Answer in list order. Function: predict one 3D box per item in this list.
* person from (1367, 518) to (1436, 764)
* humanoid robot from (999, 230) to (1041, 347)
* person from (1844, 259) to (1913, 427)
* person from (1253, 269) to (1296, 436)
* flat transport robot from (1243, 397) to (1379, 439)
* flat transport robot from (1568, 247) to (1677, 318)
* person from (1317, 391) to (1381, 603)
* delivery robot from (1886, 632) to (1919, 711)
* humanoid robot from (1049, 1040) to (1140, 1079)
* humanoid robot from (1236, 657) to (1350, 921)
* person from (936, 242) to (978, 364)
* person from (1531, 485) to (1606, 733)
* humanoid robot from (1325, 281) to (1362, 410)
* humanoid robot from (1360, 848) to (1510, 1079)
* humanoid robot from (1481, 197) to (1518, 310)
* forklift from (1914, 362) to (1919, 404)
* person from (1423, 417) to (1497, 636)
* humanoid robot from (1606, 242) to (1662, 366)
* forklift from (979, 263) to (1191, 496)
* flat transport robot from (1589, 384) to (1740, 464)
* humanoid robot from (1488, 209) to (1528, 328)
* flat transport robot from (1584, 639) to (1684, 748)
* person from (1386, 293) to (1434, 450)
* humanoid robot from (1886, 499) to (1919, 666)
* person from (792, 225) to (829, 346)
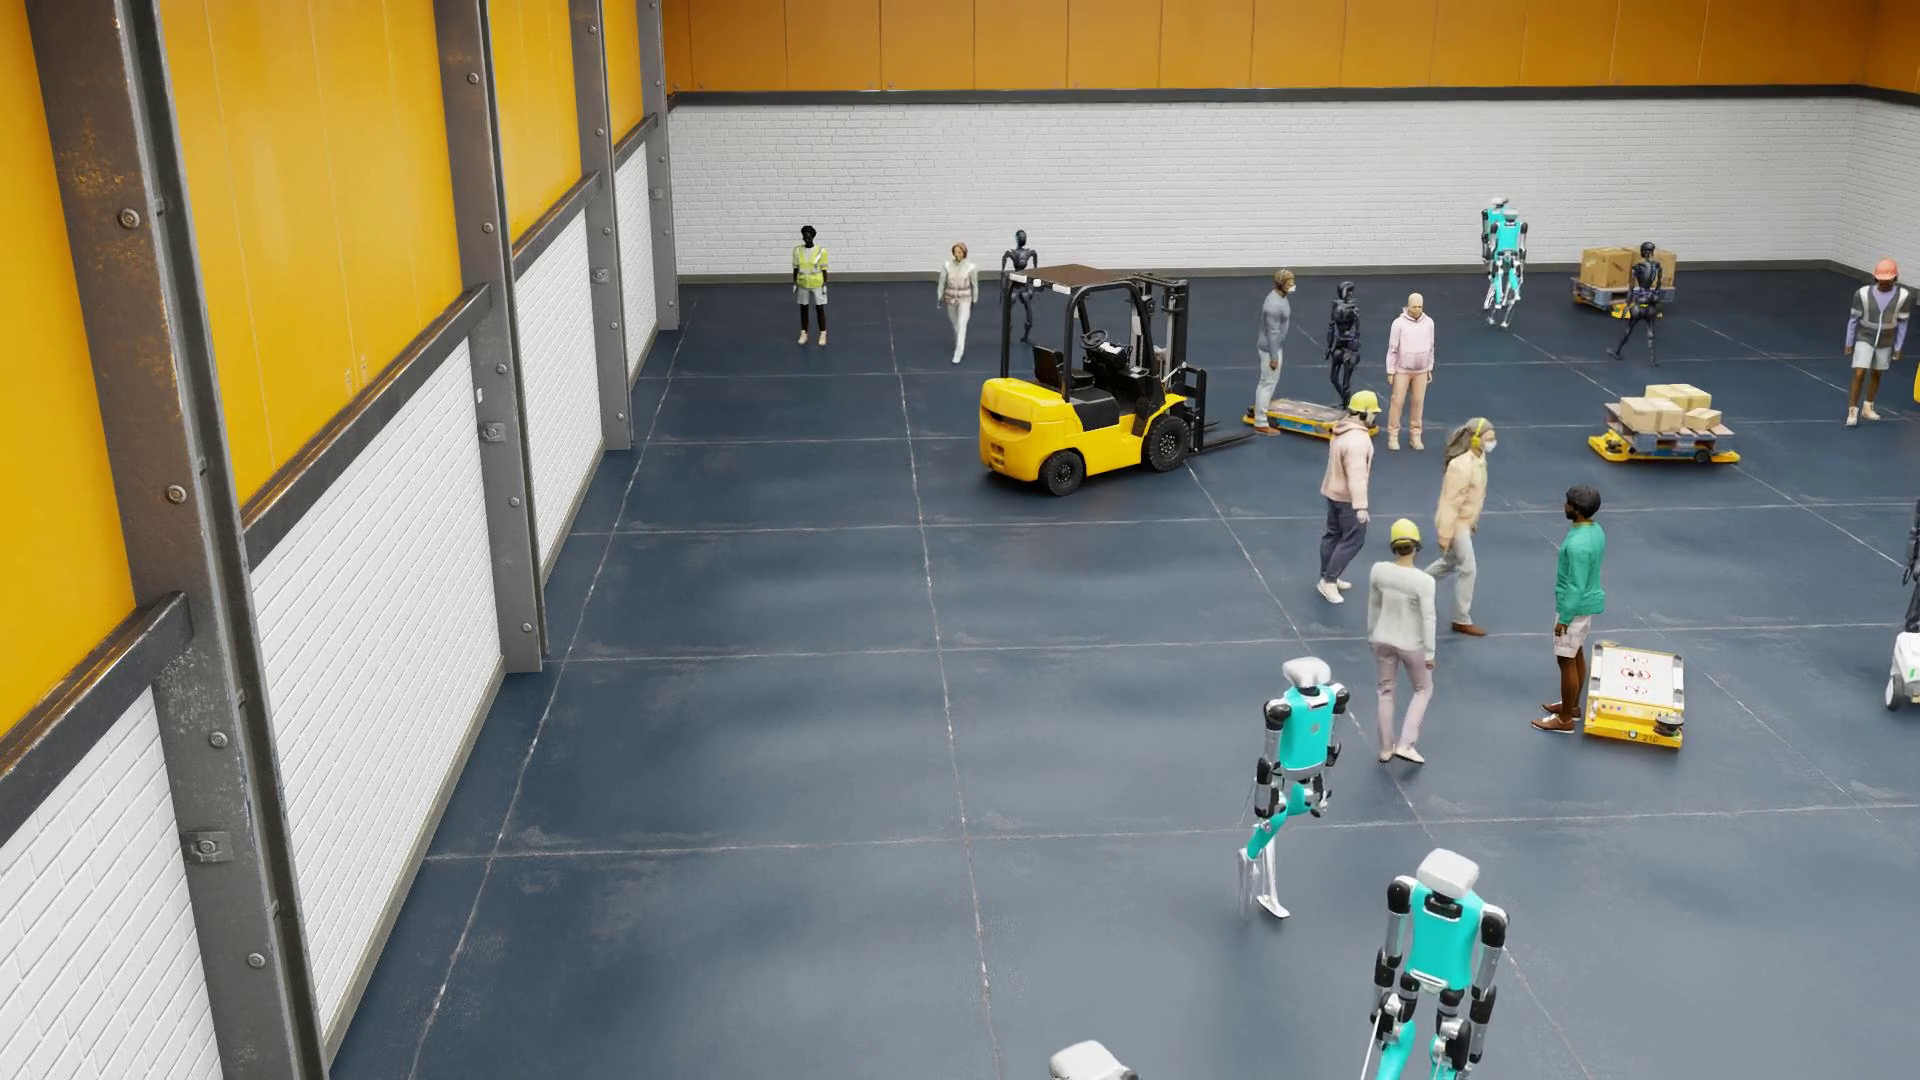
[{"bbox_3d":[3.053,0.712,11.555,0.558,1.734,0.425,18,27,39],"label":"person"},{"bbox_3d":[0.816,-3.490,23.084,0.602,1.643,0.380,-7,21,-17],"label":"humanoid robot"},{"bbox_3d":[10.716,-2.321,19.483,0.607,1.985,0.736,7,21,20],"label":"person"},{"bbox_3d":[3.617,-2.172,19.157,0.405,1.927,0.631,6,21,15],"label":"person"},{"bbox_3d":[4.095,-1.395,19.427,1.431,0.231,0.659,17,26,38],"label":"flat transport robot"},{"bbox_3d":[10.106,-3.632,25.523,0.659,0.231,1.431,-3,20,-9],"label":"flat transport robot"},{"bbox_3d":[3.353,-0.386,14.385,0.460,1.853,0.827,-1,20,-2],"label":"person"},{"bbox_3d":[7.270,0.976,12.522,0.499,0.572,0.747,7,21,19],"label":"delivery robot"},{"bbox_3d":[0.680,2.758,6.028,0.558,1.794,0.935,-17,26,-38],"label":"humanoid robot"},{"bbox_3d":[1.815,1.480,9.635,0.540,1.898,0.728,-10,22,-24],"label":"humanoid robot"},{"bbox_3d":[-0.015,-3.255,22.559,0.522,1.597,0.851,6,21,15],"label":"person"},{"bbox_3d":[4.436,0.500,11.973,0.381,1.848,0.501,13,24,32],"label":"person"},{"bbox_3d":[4.624,-2.288,19.829,0.456,1.646,0.589,-9,22,-23],"label":"humanoid robot"},{"bbox_3d":[1.991,2.323,7.333,0.544,1.903,0.729,13,24,32],"label":"humanoid robot"},{"bbox_3d":[8.314,-4.405,25.508,0.560,1.771,0.881,15,25,34],"label":"humanoid robot"},{"bbox_3d":[12.602,-2.435,19.475,2.313,2.155,1.214,-1,20,-4],"label":"forklift"},{"bbox_3d":[4.075,-0.154,13.772,0.785,1.840,0.577,12,23,29],"label":"person"},{"bbox_3d":[9.150,-3.186,22.313,0.610,1.619,0.760,-9,22,-23],"label":"humanoid robot"},{"bbox_3d":[1.315,-1.764,17.646,2.313,2.155,1.214,-14,24,-33],"label":"forklift"},{"bbox_3d":[7.824,-1.053,18.495,1.431,0.231,0.659,1,20,2],"label":"flat transport robot"},{"bbox_3d":[7.903,-3.863,24.012,0.543,1.747,0.979,2,20,6],"label":"humanoid robot"},{"bbox_3d":[5.081,1.140,12.522,0.659,0.231,1.431,8,22,20],"label":"flat transport robot"},{"bbox_3d":[5.015,-1.886,18.588,0.536,1.774,0.415,-2,20,-5],"label":"person"},{"bbox_3d":[7.692,0.242,12.999,0.639,1.650,0.624,-2,20,-6],"label":"humanoid robot"},{"bbox_3d":[-2.095,-3.566,23.279,0.533,1.691,0.317,5,21,12],"label":"person"}]
